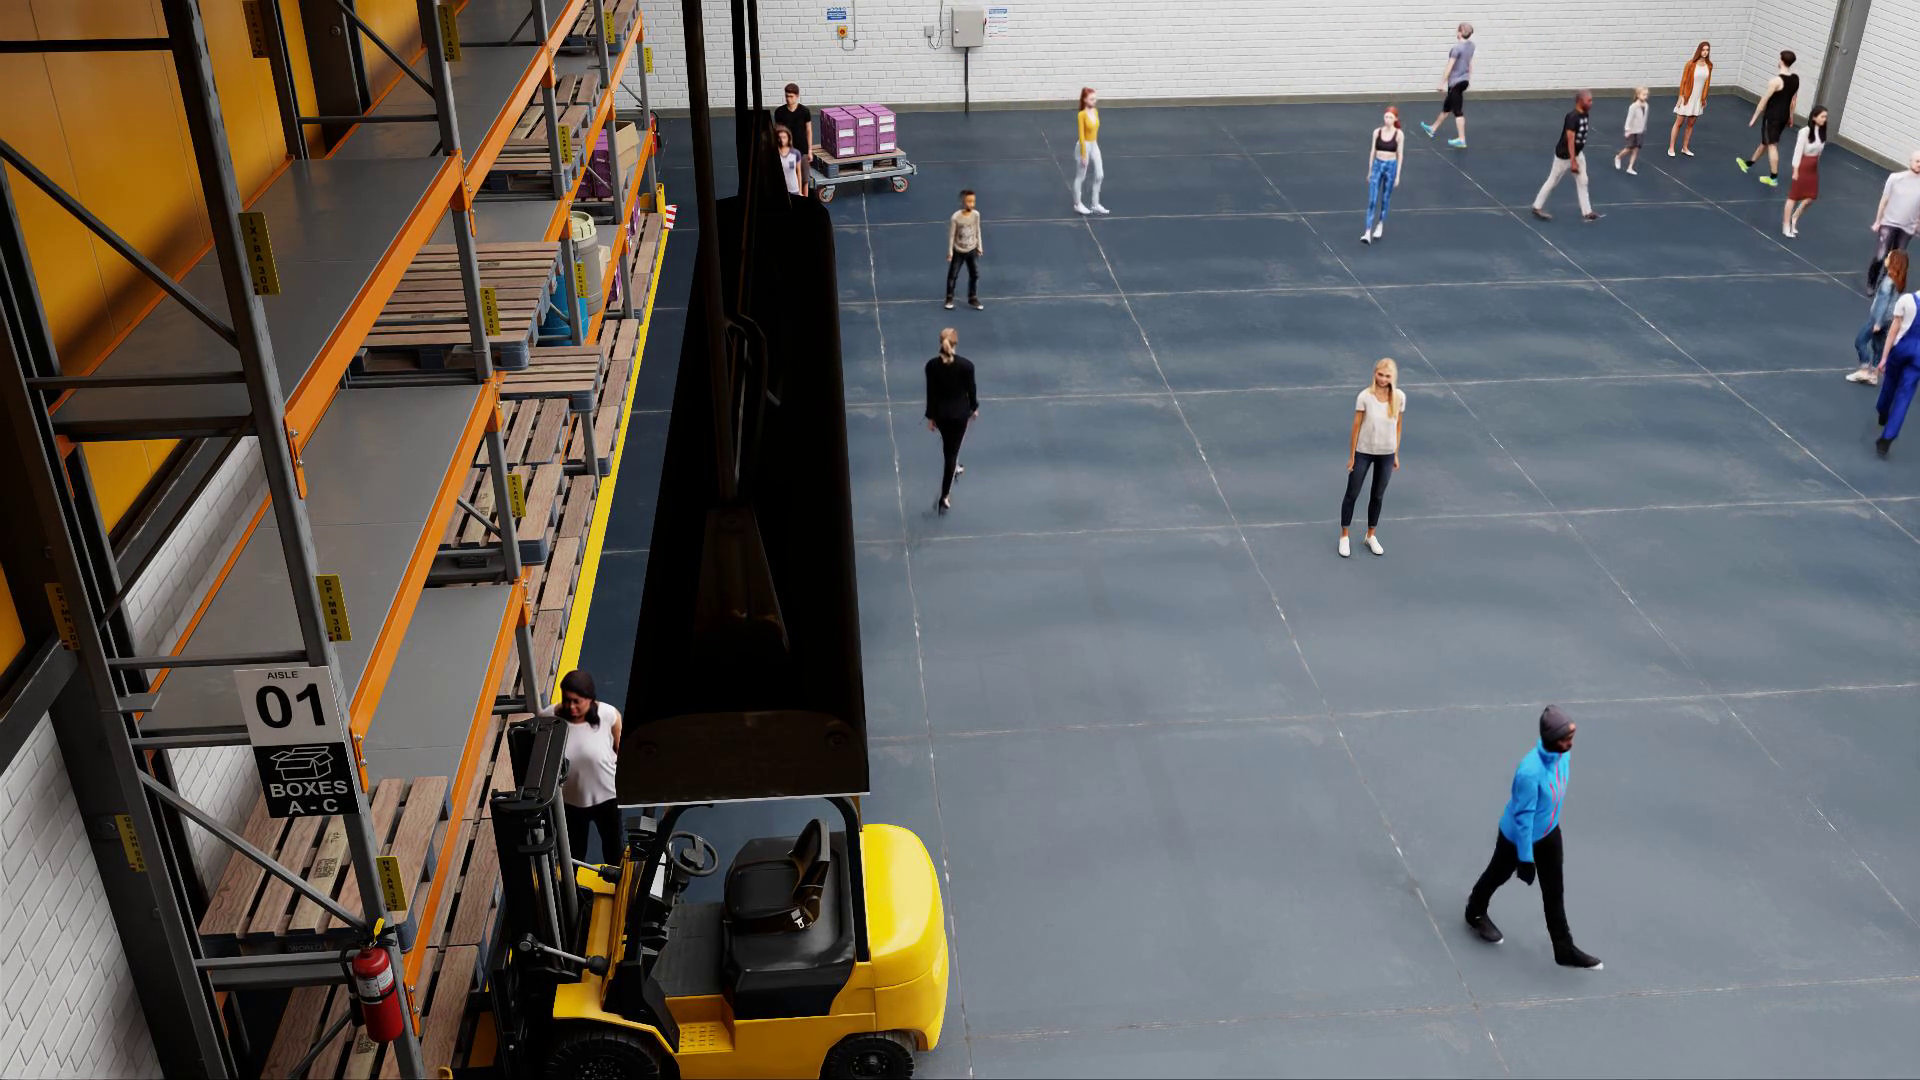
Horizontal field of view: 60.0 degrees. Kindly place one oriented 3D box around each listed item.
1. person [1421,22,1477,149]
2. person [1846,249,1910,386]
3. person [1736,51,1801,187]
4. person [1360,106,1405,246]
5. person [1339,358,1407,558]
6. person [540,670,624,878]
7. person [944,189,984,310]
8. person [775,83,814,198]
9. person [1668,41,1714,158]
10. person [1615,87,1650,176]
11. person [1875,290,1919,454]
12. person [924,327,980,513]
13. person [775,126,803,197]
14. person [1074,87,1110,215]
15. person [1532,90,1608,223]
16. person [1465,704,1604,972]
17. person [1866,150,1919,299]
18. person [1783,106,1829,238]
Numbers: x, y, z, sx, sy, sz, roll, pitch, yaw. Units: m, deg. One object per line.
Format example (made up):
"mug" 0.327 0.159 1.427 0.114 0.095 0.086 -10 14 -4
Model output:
"person" 7.738 -6.979 25.638 1.126 1.846 1.245 -25 37 -38
"person" 9.768 -2.314 17.481 0.730 1.467 0.673 22 36 35
"person" 11.762 -6.011 23.853 0.946 1.856 1.190 -12 31 -20
"person" 5.541 -4.755 21.663 0.943 1.747 1.194 11 31 20
"person" 3.524 -0.722 14.207 0.587 1.808 0.501 -1 29 -3
"person" -2.289 1.520 10.224 0.643 1.687 0.596 -1 29 -3
"person" 0.030 -3.428 19.550 0.746 1.443 0.799 -8 30 -15
"person" -2.227 -5.244 22.443 0.661 1.860 0.570 -1 29 -3
"person" 11.128 -6.719 25.292 0.600 1.721 0.560 -1 29 -3
"person" 9.930 -6.057 24.549 0.578 1.269 0.689 -8 30 -15
"person" 9.131 -1.702 16.031 1.130 1.782 1.364 14 32 24
"person" -0.091 -1.037 14.947 0.844 1.652 1.149 7 29 12
"person" -2.207 -4.425 21.101 0.606 1.706 0.623 -3 29 -6
"person" 1.653 -5.301 22.677 0.912 1.735 0.849 23 36 36
"person" 8.096 -5.135 22.360 1.136 1.748 1.286 -24 37 -37
"person" 3.273 1.696 9.828 1.017 1.757 1.195 -20 35 -32
"person" 11.111 -3.741 19.725 0.784 1.824 0.800 8 30 14
"person" 11.019 -4.840 21.828 0.689 1.739 0.681 -10 30 -18
